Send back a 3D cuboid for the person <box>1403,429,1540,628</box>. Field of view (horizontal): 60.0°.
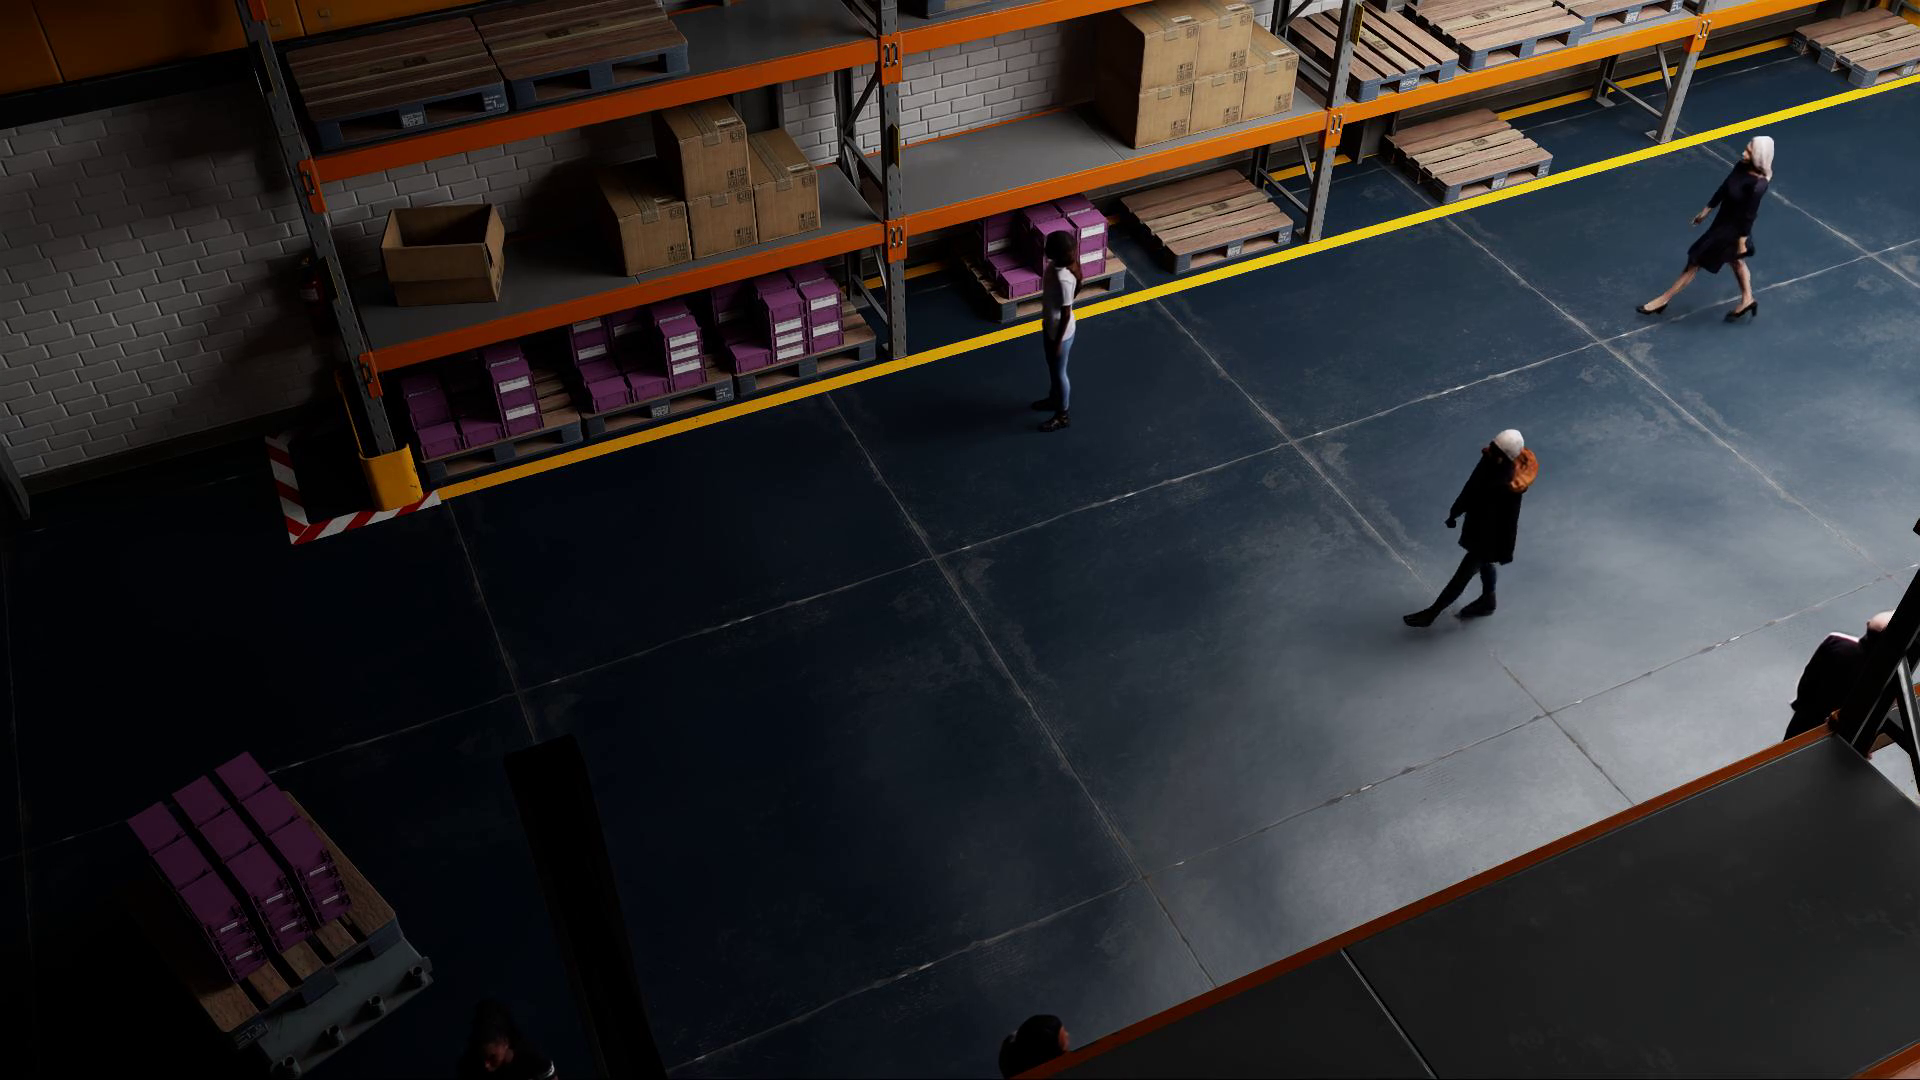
[{"bbox_3d":[3.500,-0.073,10.857,1.020,1.605,0.766,-9,44,-9],"label":"person"}]

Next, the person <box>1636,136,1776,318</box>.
[{"bbox_3d":[6.227,-2.438,13.283,1.250,1.682,1.021,5,44,5],"label":"person"}]

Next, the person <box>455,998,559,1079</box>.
[{"bbox_3d":[-2.043,2.682,7.887,1.033,1.711,0.864,-5,44,-6],"label":"person"}]

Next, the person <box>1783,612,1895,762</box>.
[{"bbox_3d":[4.955,1.079,9.478,0.621,1.837,0.698,-25,49,-24],"label":"person"}]

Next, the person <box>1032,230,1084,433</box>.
[{"bbox_3d":[0.728,-1.565,12.339,0.620,1.720,0.648,-5,44,-5],"label":"person"}]

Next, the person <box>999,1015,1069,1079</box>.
[{"bbox_3d":[0.337,2.748,7.892,0.644,1.610,0.624,-19,47,-19],"label":"person"}]
